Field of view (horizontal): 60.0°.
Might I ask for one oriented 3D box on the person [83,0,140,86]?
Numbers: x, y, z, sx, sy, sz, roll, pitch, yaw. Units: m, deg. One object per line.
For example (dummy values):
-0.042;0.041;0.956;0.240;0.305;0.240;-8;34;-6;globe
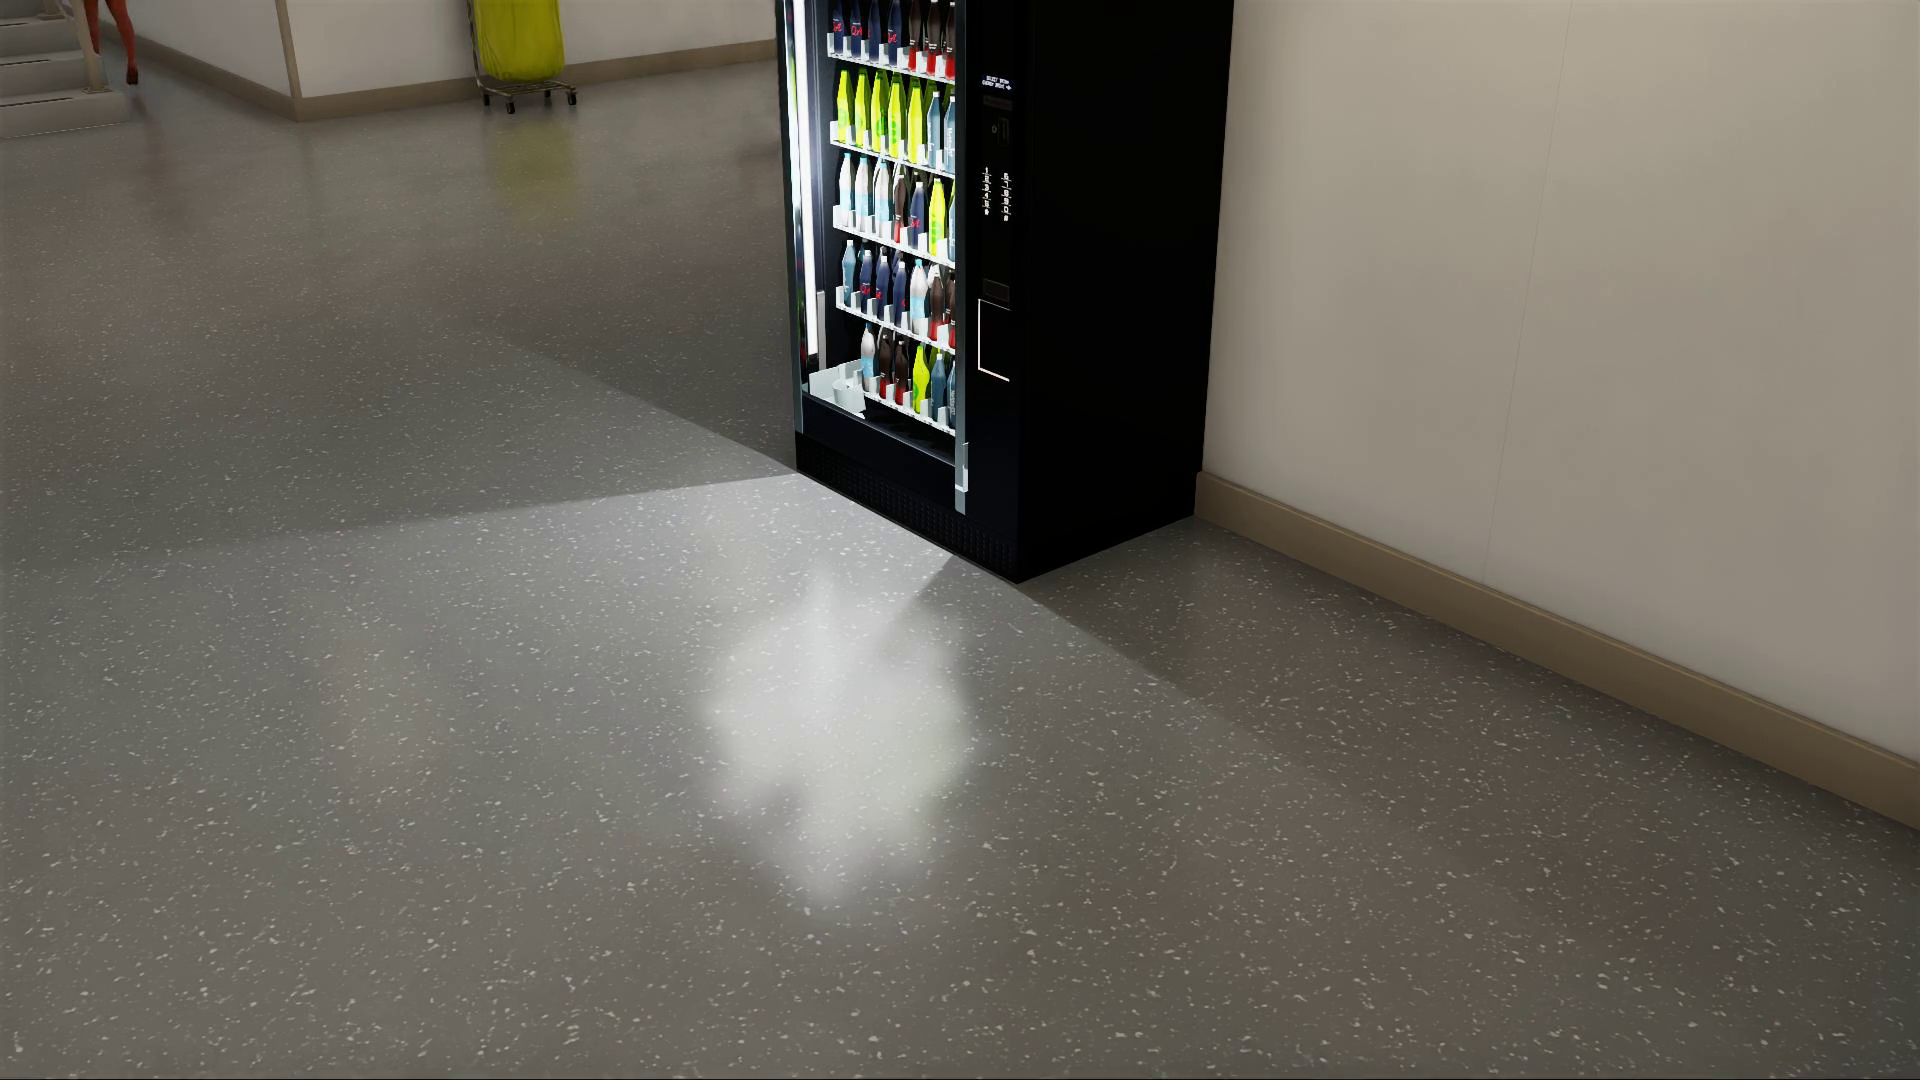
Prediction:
-6.349;-4.149;12.336;0.616;1.587;1.035;-22;33;-38;person
